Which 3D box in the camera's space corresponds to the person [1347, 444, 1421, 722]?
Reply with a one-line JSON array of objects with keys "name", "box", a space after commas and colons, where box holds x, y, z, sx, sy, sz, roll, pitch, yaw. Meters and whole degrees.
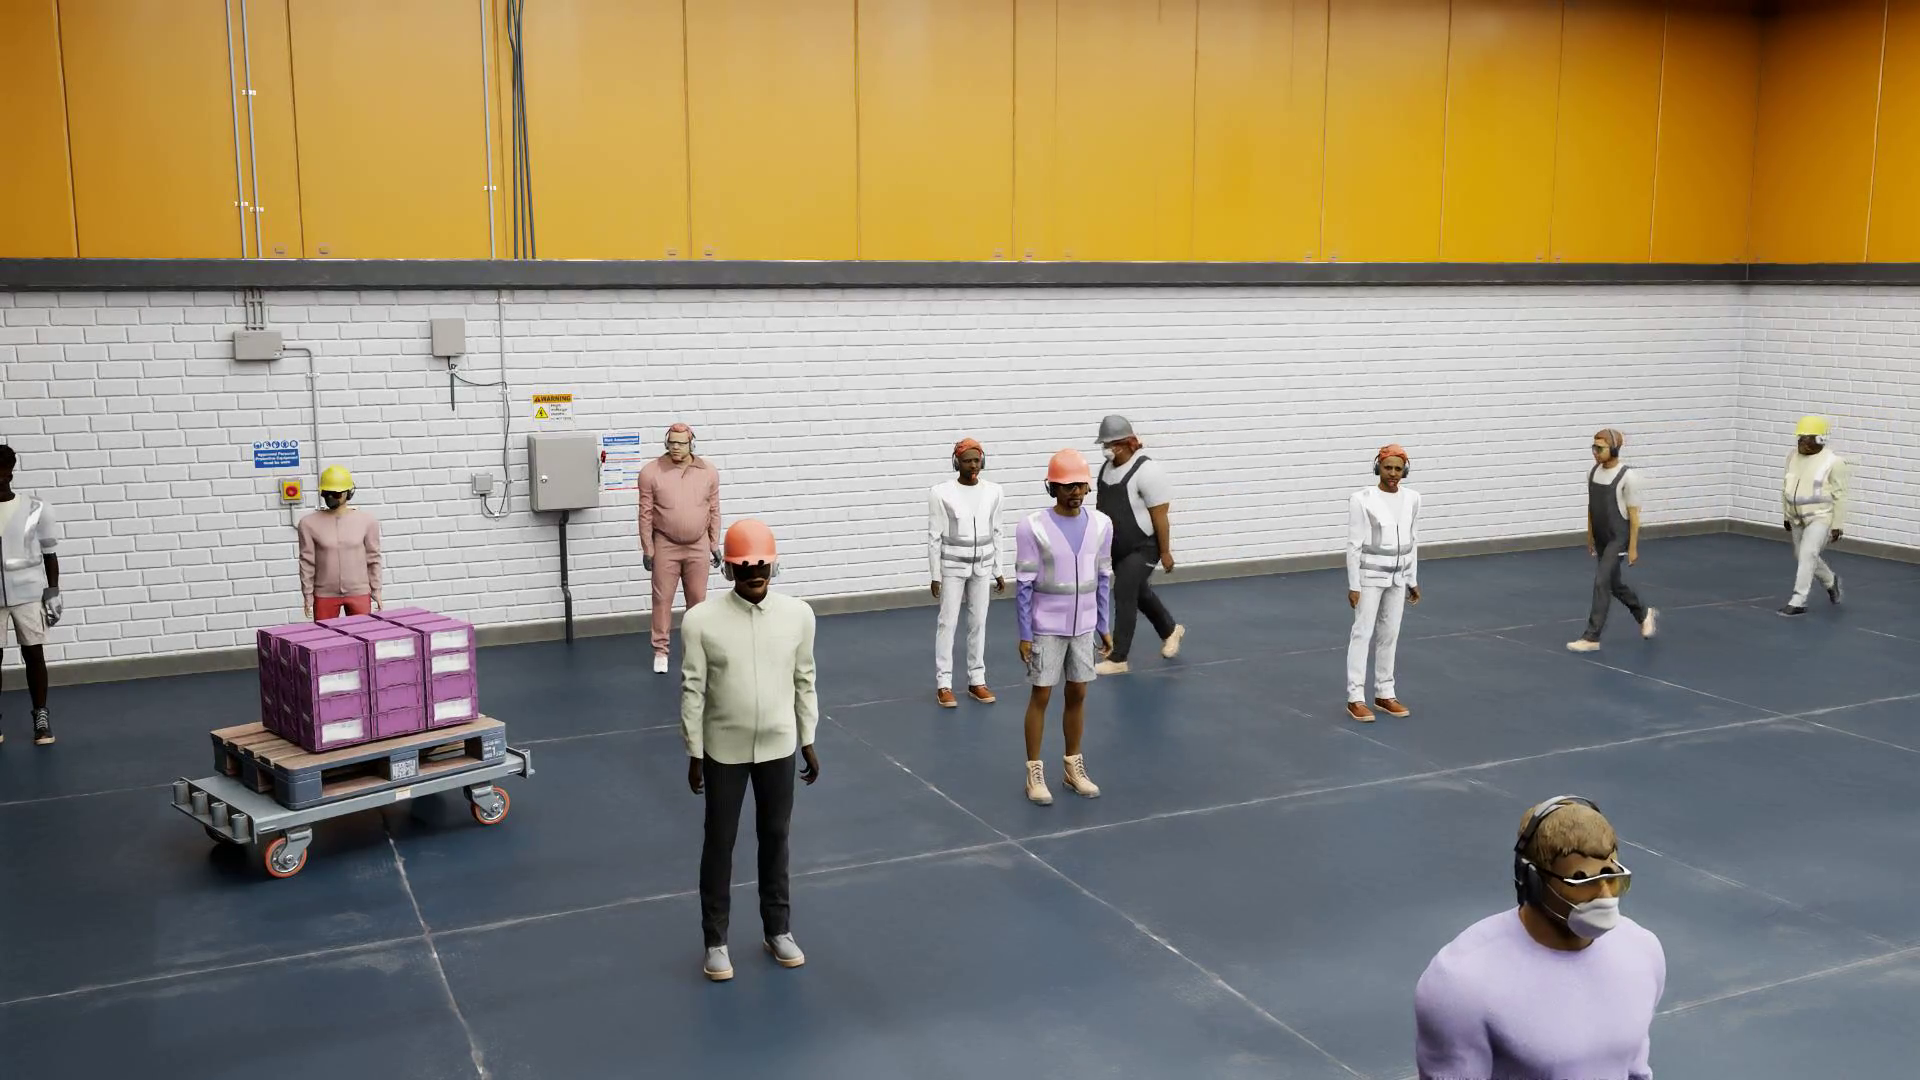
[{"name": "person", "box": [2.876, 0.284, 11.297, 0.575, 1.882, 0.360, -4, 10, -23]}]

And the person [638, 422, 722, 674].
[{"name": "person", "box": [-2.111, 0.056, 12.648, 0.643, 1.905, 0.399, -4, 10, -23]}]

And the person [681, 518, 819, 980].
[{"name": "person", "box": [-0.896, 0.889, 7.192, 0.612, 1.995, 0.392, -4, 10, -23]}]

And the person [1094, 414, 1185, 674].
[{"name": "person", "box": [1.407, -0.027, 12.738, 0.950, 2.000, 0.713, -5, 10, -28]}]

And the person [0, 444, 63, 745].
[{"name": "person", "box": [-6.071, 0.353, 10.615, 0.608, 1.963, 0.372, -4, 10, -23]}]

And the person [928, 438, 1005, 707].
[{"name": "person", "box": [0.049, 0.225, 11.666, 0.575, 1.882, 0.360, -4, 10, -23]}]

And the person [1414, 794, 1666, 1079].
[{"name": "person", "box": [1.266, 1.488, 3.650, 0.629, 1.940, 0.377, -4, 10, -23]}]

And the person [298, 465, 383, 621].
[{"name": "person", "box": [-4.124, 0.373, 11.116, 0.526, 1.765, 0.329, -4, 10, -23]}]

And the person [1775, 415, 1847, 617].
[{"name": "person", "box": [7.610, -0.230, 14.767, 0.827, 1.800, 0.599, -4, 10, -23]}]

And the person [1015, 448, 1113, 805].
[{"name": "person", "box": [0.612, 0.489, 9.523, 0.609, 2.044, 0.394, -4, 10, -23]}]

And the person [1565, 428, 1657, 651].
[{"name": "person", "box": [5.318, -0.013, 13.413, 0.900, 1.810, 0.521, -4, 10, -21]}]
